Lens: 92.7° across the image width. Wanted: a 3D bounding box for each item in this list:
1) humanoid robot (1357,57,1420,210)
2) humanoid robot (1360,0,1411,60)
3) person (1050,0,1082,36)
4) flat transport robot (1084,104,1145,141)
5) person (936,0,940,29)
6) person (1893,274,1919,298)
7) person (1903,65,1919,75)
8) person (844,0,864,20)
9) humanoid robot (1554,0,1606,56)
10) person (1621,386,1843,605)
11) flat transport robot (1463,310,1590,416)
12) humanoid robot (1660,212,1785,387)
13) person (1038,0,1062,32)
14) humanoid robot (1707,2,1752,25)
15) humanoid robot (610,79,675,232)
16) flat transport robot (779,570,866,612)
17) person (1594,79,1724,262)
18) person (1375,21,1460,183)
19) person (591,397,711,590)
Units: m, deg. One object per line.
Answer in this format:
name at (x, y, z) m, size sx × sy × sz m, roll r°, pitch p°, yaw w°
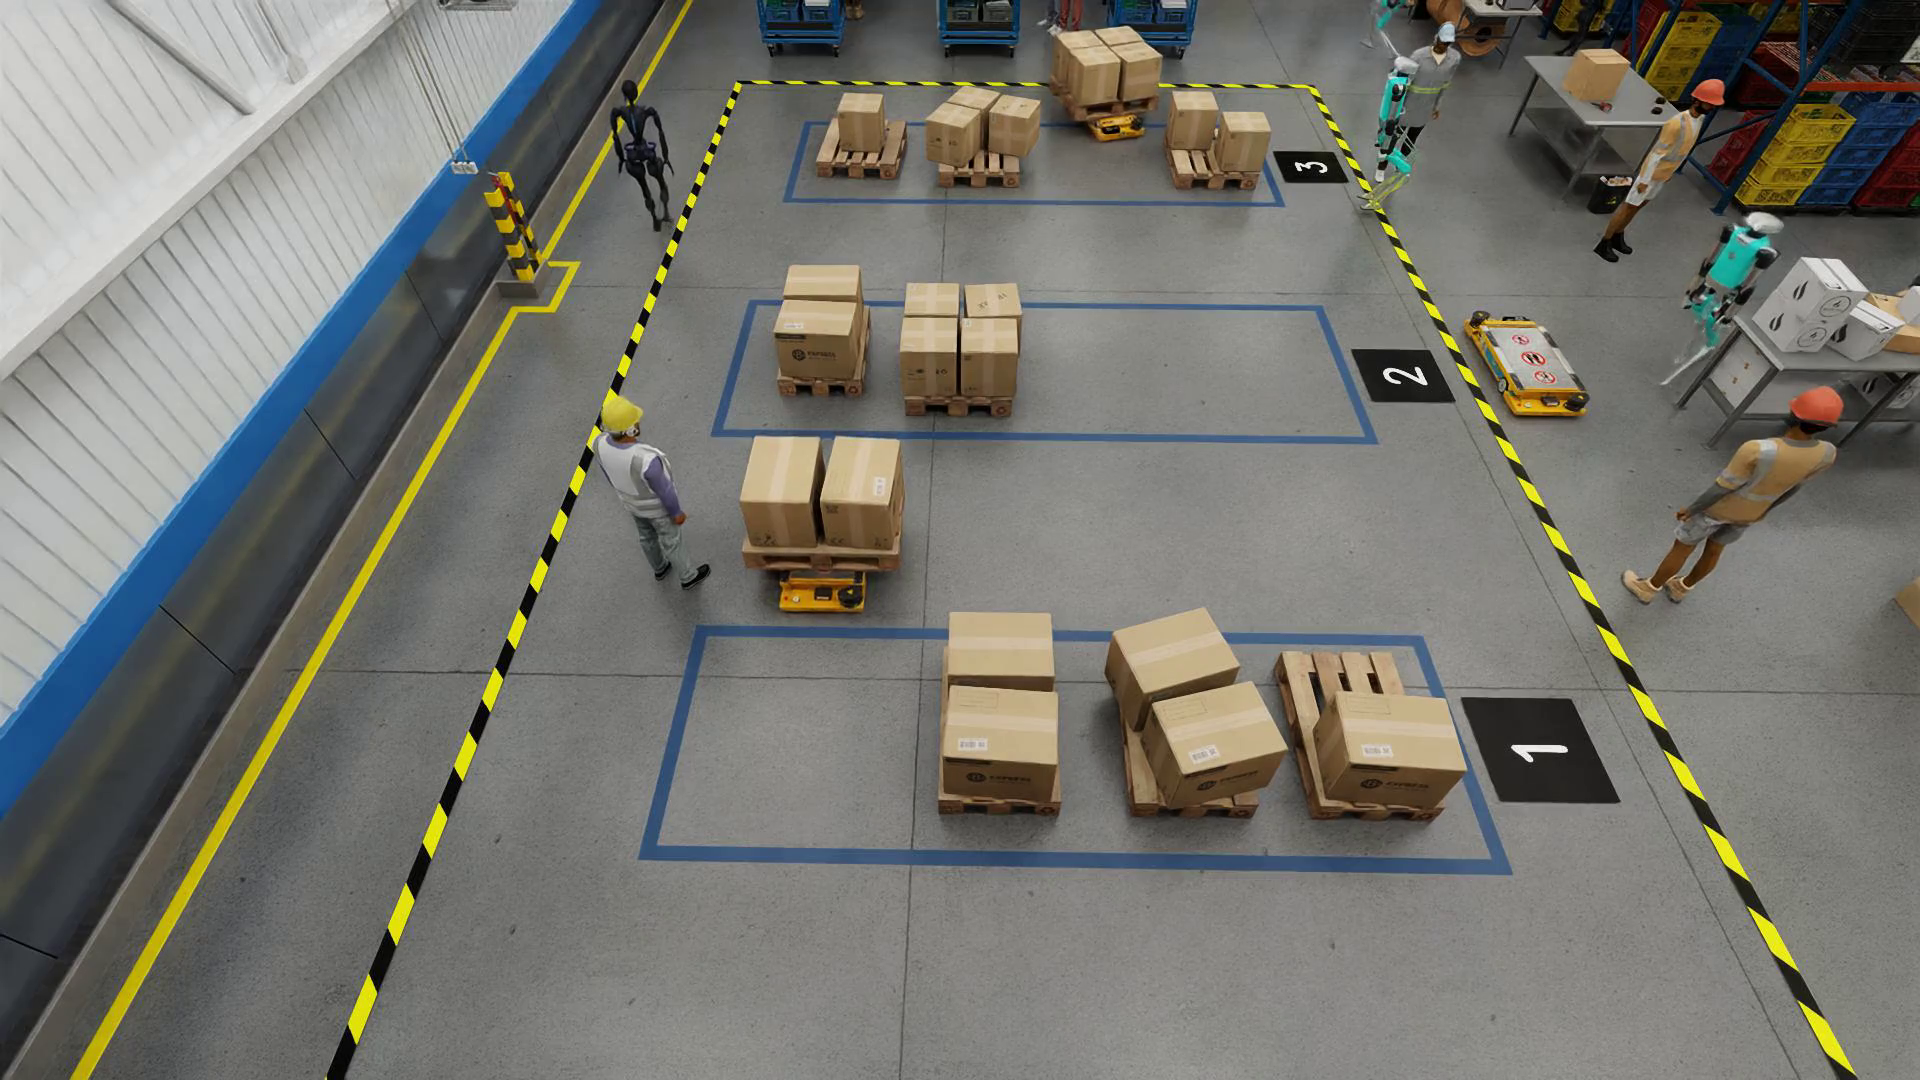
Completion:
humanoid robot at (5.030, -4.589, 10.443) m, size 0.735 × 1.681 × 0.533 m, roll 10°, pitch 50°, yaw 8°
humanoid robot at (6.379, -8.038, 13.523) m, size 0.561 × 1.732 × 1.033 m, roll -30°, pitch 56°, yaw -24°
person at (1.727, -8.696, 13.971) m, size 0.392 × 1.918 × 0.587 m, roll -35°, pitch 57°, yaw -26°
flat transport robot at (1.967, -5.975, 12.687) m, size 0.652 × 0.197 × 1.431 m, roll -13°, pitch 50°, yaw -11°
person at (-0.224, -8.963, 14.238) m, size 0.517 × 1.863 × 0.336 m, roll 14°, pitch 51°, yaw 12°
person at (10.348, -3.173, 9.240) m, size 0.332 × 1.839 × 0.507 m, roll -18°, pitch 52°, yaw -15°
person at (14.228, -7.572, 13.061) m, size 0.663 × 1.818 × 0.464 m, roll 0°, pitch 49°, yaw 0°
person at (-1.760, -9.362, 14.479) m, size 0.615 × 2.017 × 0.454 m, roll 2°, pitch 49°, yaw 1°
humanoid robot at (9.219, -7.816, 13.383) m, size 0.435 × 1.640 × 0.599 m, roll 35°, pitch 58°, yaw 26°
person at (5.538, -0.262, 6.589) m, size 0.614 × 2.040 × 0.371 m, roll 0°, pitch 49°, yaw 0°
flat transport robot at (5.573, -1.757, 9.054) m, size 0.659 × 0.231 × 1.431 m, roll 1°, pitch 49°, yaw 1°
humanoid robot at (7.163, -2.198, 8.515) m, size 0.812 × 1.809 × 0.530 m, roll -9°, pitch 50°, yaw -7°
person at (1.455, -8.876, 14.241) m, size 0.321 × 1.740 × 0.491 m, roll -20°, pitch 52°, yaw -16°
humanoid robot at (11.222, -7.749, 13.312) m, size 0.433 × 1.647 × 0.605 m, roll -17°, pitch 51°, yaw -14°
humanoid robot at (-3.576, -4.302, 10.331) m, size 0.609 × 1.642 × 0.367 m, roll -8°, pitch 50°, yaw -7°
flat transport robot at (-1.067, -0.034, 7.544) m, size 0.652 × 0.197 × 1.431 m, roll 1°, pitch 49°, yaw 1°
person at (7.519, -3.949, 9.847) m, size 0.542 × 1.939 × 0.359 m, roll -26°, pitch 54°, yaw -21°
person at (5.507, -5.217, 11.002) m, size 0.587 × 1.853 × 0.391 m, roll 0°, pitch 49°, yaw 0°
person at (-2.284, -0.313, 6.769) m, size 0.585 × 1.834 × 0.404 m, roll 21°, pitch 52°, yaw 17°
